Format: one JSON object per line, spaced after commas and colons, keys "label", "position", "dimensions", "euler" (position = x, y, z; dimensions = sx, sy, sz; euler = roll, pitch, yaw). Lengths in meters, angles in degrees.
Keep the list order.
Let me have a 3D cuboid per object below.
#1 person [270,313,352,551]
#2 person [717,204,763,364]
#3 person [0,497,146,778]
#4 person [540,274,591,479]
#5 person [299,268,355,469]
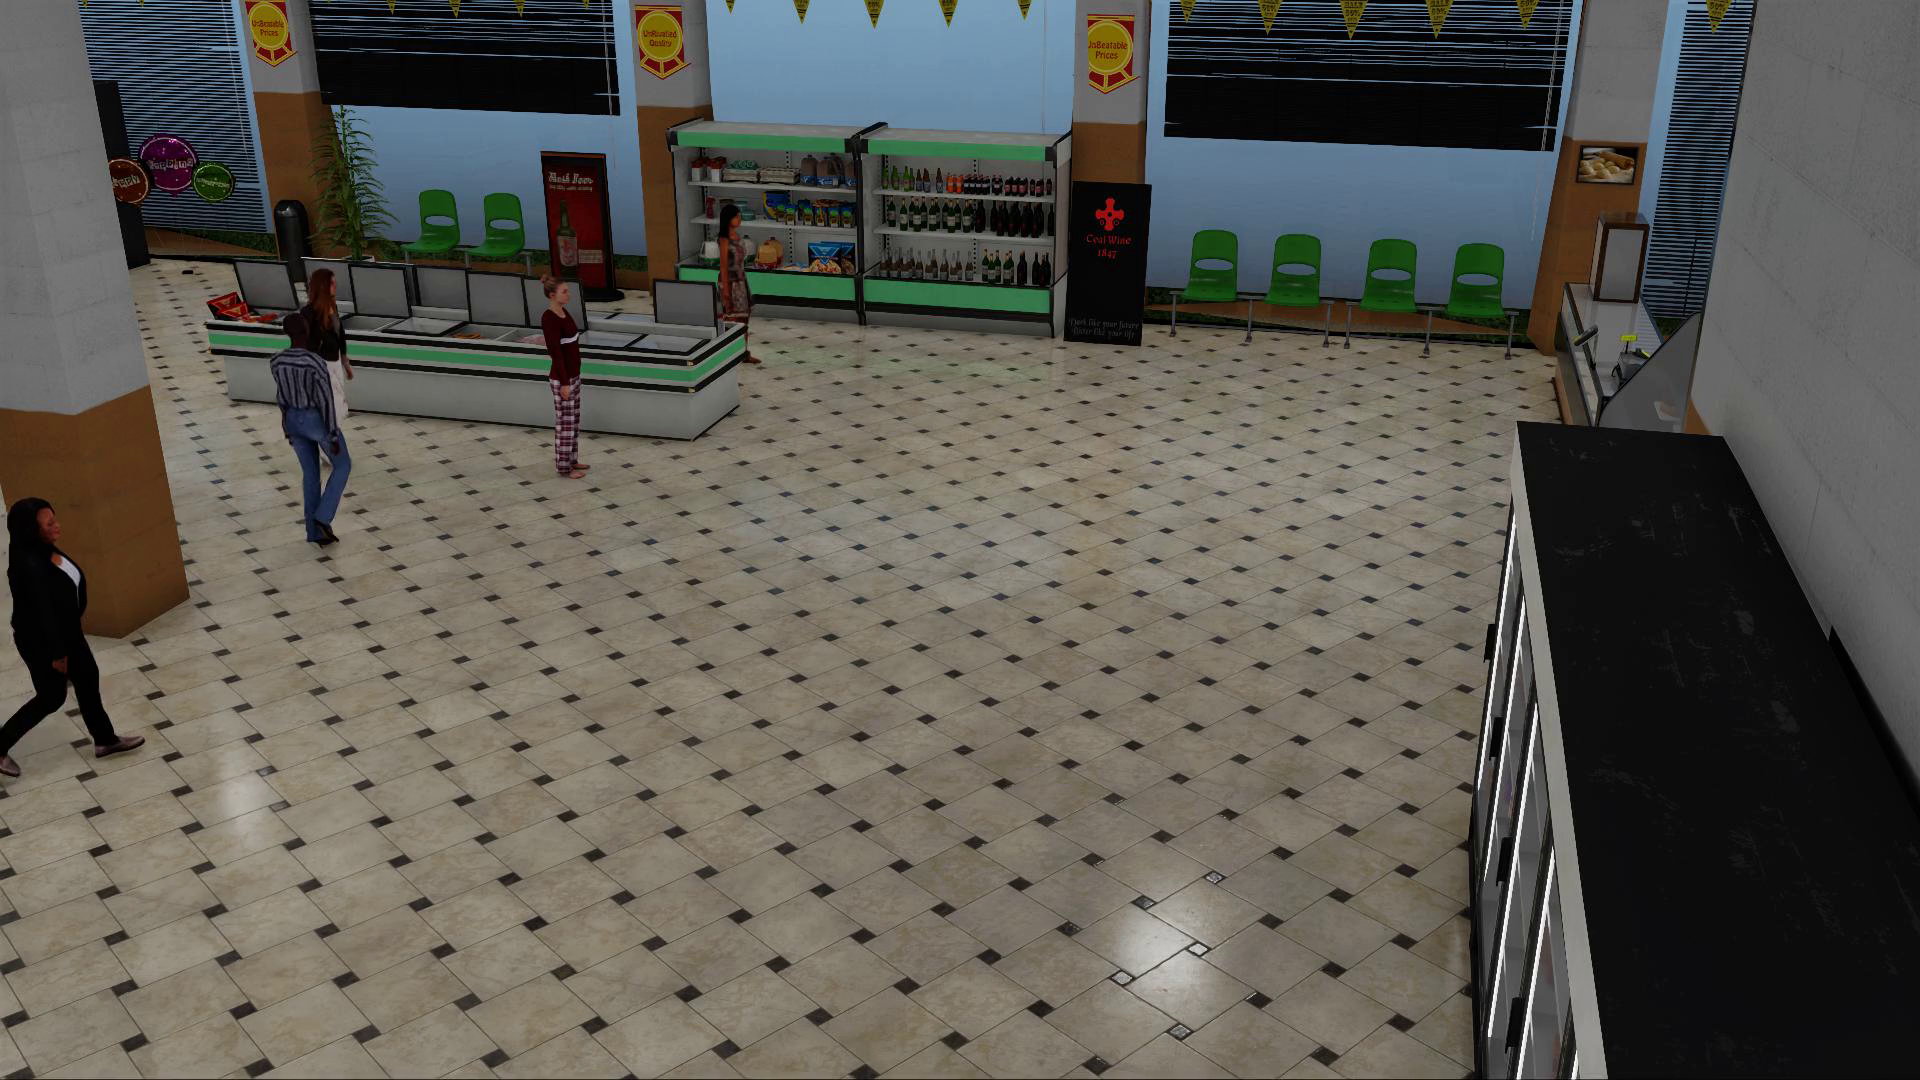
{"label": "person", "position": [-4.769, -0.744, 12.121], "dimensions": [0.597, 1.782, 0.700], "euler": [6, 23, 15]}
{"label": "person", "position": [-2.379, -2.582, 16.897], "dimensions": [0.896, 1.631, 0.658], "euler": [4, 22, 10]}
{"label": "person", "position": [-5.083, 0.566, 9.122], "dimensions": [1.142, 1.588, 1.057], "euler": [-10, 24, -24]}
{"label": "person", "position": [-3.277, -1.365, 13.779], "dimensions": [0.586, 1.698, 0.661], "euler": [0, 22, 0]}
{"label": "person", "position": [-5.389, -1.435, 13.966], "dimensions": [0.603, 1.688, 0.634], "euler": [5, 22, 12]}
